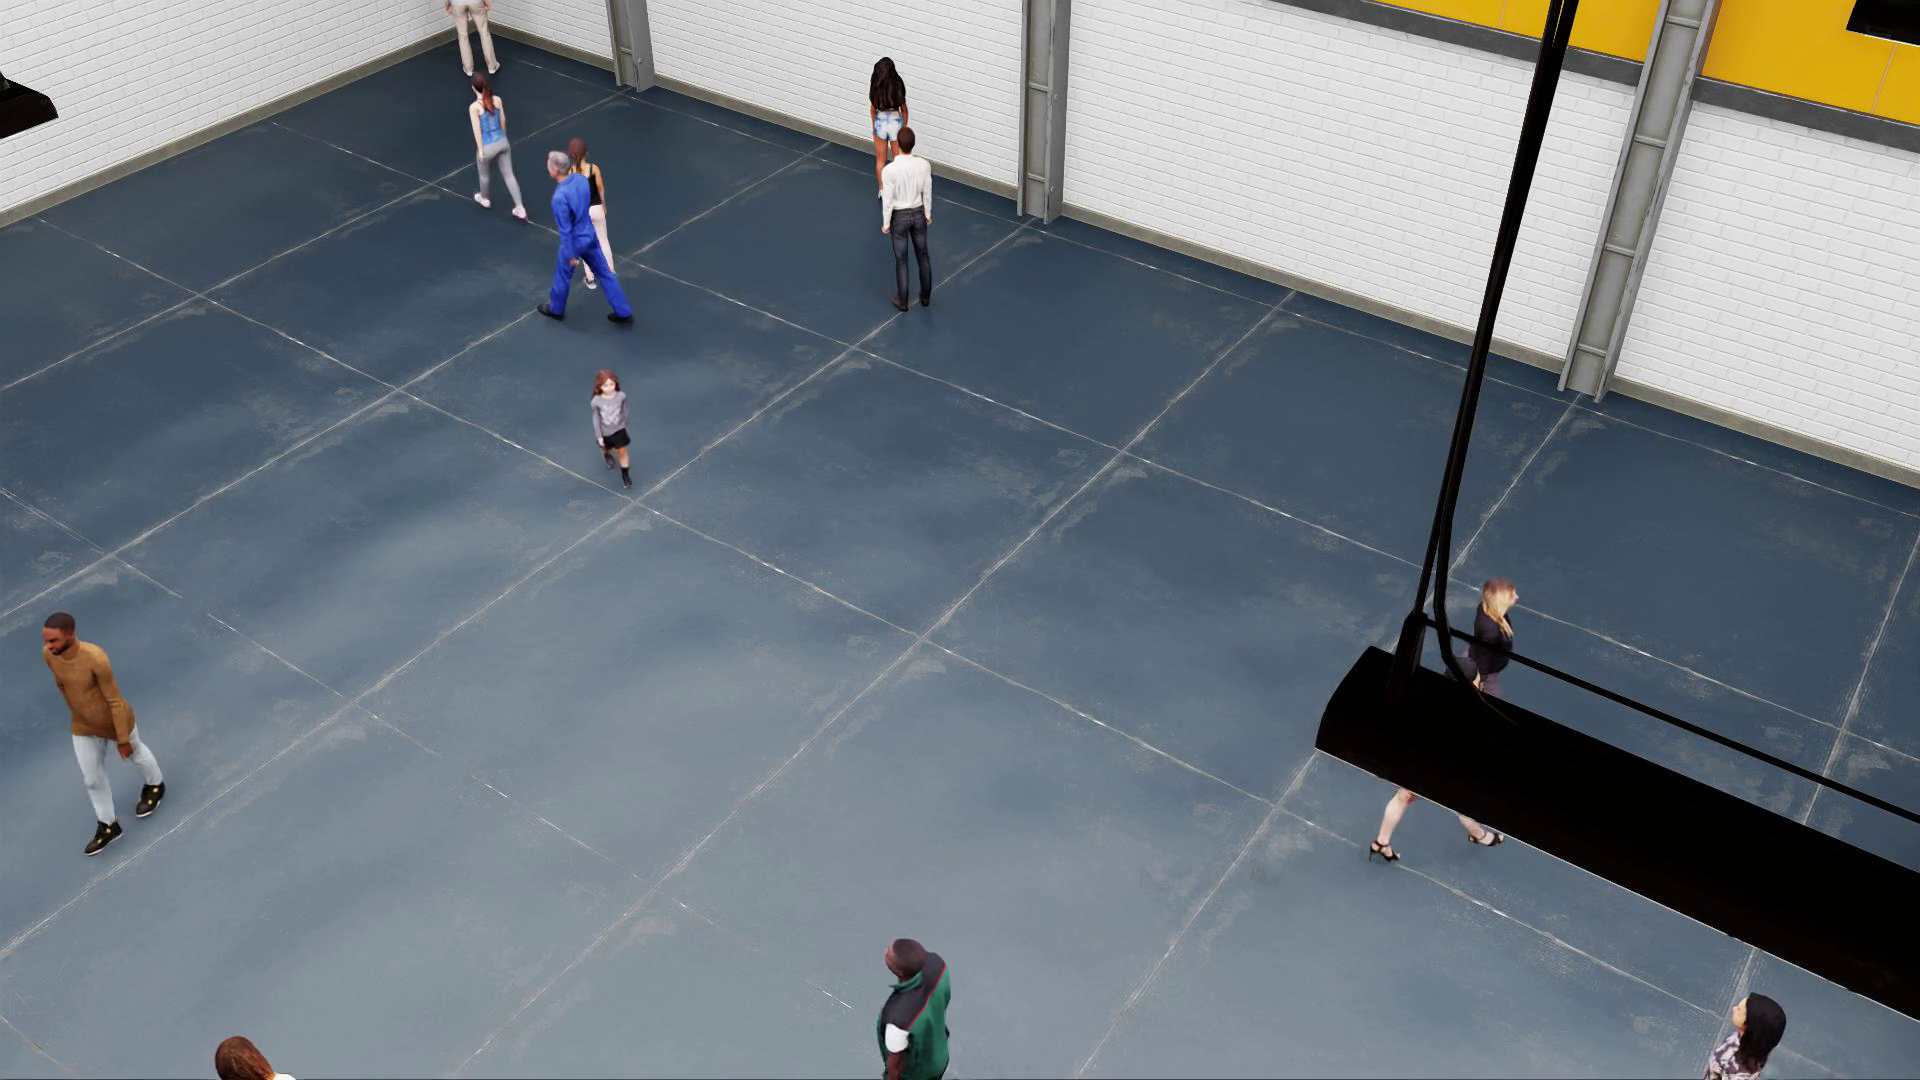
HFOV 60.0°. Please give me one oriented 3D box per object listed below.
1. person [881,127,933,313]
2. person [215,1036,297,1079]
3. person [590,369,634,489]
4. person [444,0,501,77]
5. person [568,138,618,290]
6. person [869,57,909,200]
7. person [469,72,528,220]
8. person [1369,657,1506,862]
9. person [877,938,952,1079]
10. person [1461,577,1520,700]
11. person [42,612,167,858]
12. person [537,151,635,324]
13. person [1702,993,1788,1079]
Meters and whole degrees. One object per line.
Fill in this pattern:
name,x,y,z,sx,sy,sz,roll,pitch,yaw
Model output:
person,-0.494,-3.086,16.026,0.733,1.870,0.741,-14,41,-16
person,-3.445,3.157,8.401,1.107,1.632,1.086,-1,39,-2
person,-2.953,-0.984,14.020,0.689,1.089,0.815,-15,41,-18
person,-6.085,-6.650,20.498,0.779,1.859,0.821,-8,39,-10
person,-3.677,-3.243,16.468,0.620,1.563,0.653,-13,40,-16
person,-0.763,-4.395,17.861,0.640,1.626,0.720,1,39,1
person,-4.885,-4.128,17.571,0.715,1.571,1.072,-30,48,-32
person,2.920,1.431,10.483,1.179,1.729,1.075,-4,39,-5
person,-0.171,2.748,8.757,0.929,1.826,0.769,16,41,19
person,3.397,0.909,11.190,0.710,1.664,0.702,5,39,7
person,-5.525,1.112,10.832,1.005,1.793,0.967,7,39,8
person,-3.521,-2.799,15.743,1.257,1.777,0.897,16,41,19
person,3.965,2.964,8.571,0.798,1.722,0.651,30,47,32
